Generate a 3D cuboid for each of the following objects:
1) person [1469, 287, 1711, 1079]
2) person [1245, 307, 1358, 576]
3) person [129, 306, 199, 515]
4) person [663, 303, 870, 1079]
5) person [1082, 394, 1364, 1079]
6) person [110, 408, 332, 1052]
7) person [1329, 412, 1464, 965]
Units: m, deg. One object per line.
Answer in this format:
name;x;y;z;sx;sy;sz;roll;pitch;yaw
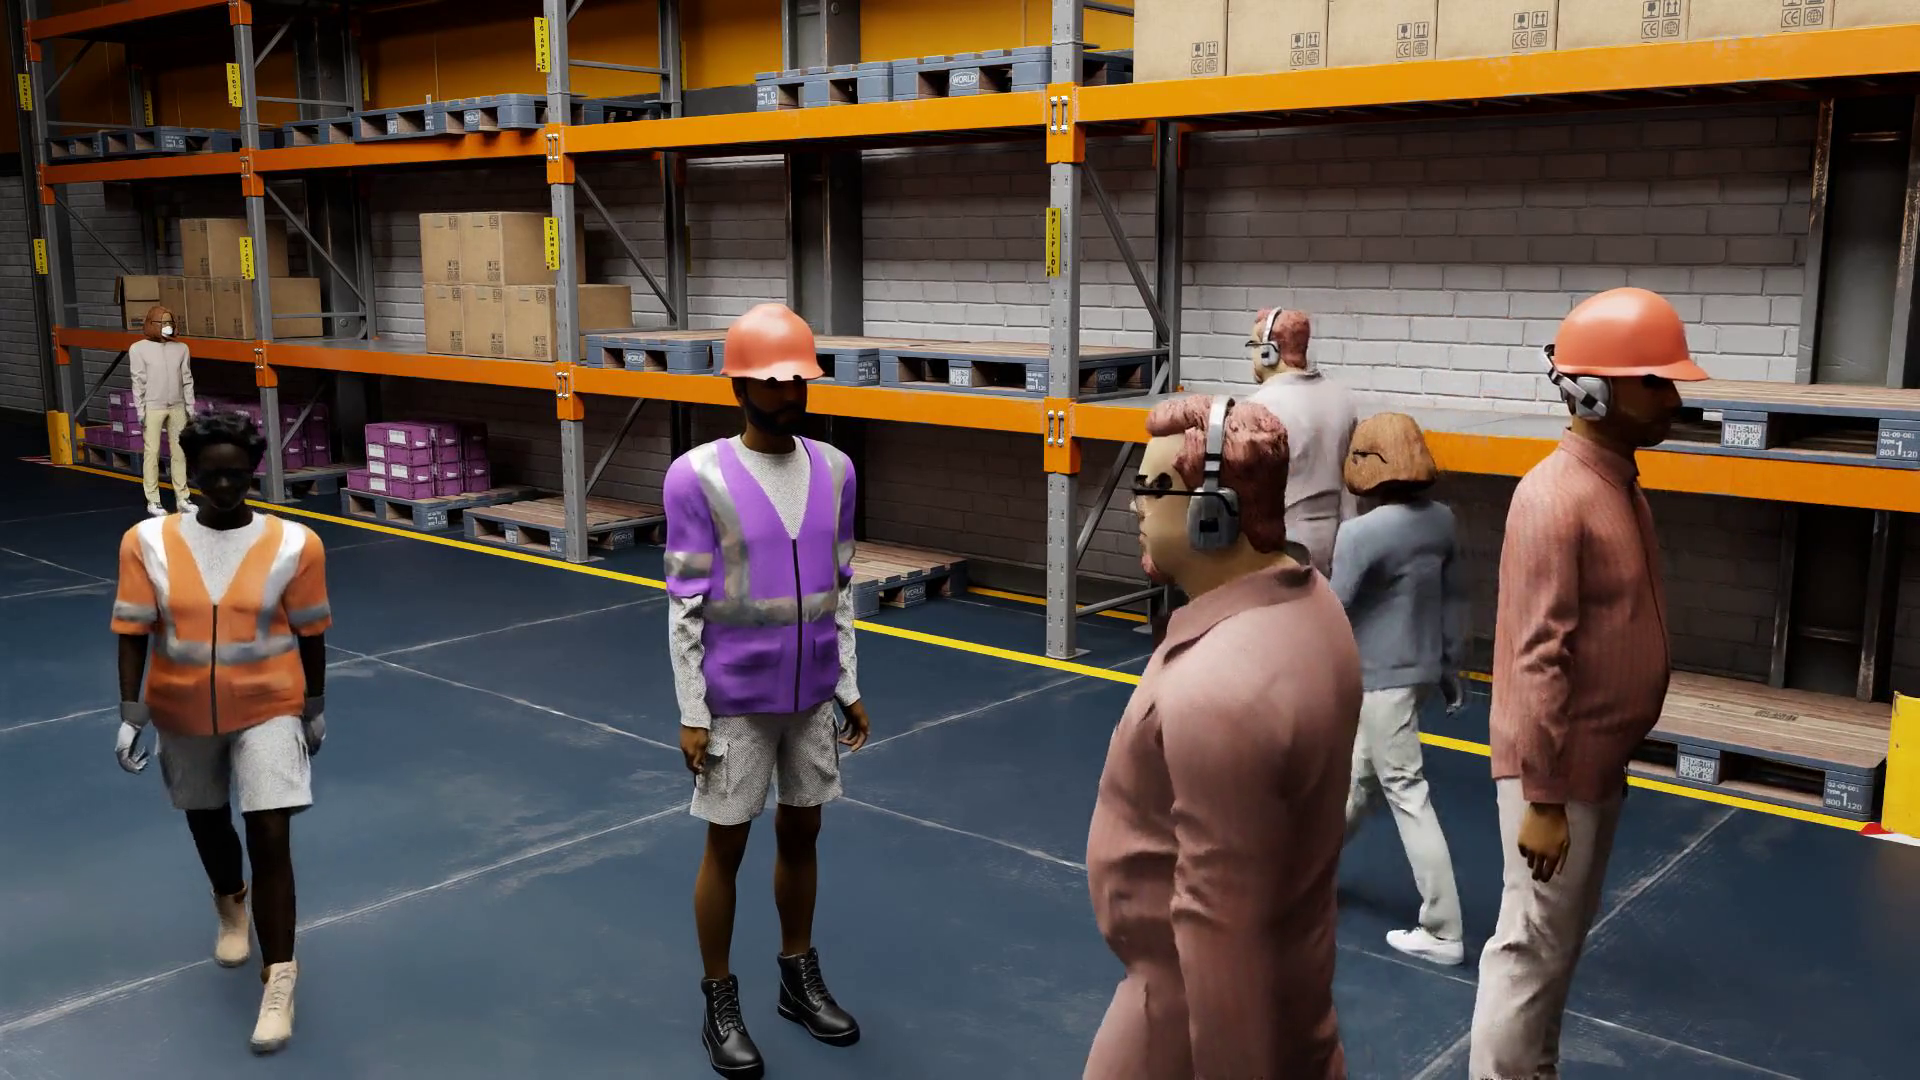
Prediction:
person;1.323;0.469;3.539;0.395;1.993;0.616;7;12;33
person;1.173;0.044;6.364;0.672;1.848;1.013;-10;14;-43
person;-6.241;-1.017;13.053;0.277;1.629;0.497;7;12;35
person;-0.470;0.377;4.226;0.543;1.939;0.361;-7;12;-36
person;0.448;0.697;2.615;0.968;1.869;0.638;5;11;26
person;-1.993;0.461;4.542;0.533;1.661;0.834;-2;10;-13
person;1.220;0.412;4.992;0.524;1.582;0.839;-8;13;-39
